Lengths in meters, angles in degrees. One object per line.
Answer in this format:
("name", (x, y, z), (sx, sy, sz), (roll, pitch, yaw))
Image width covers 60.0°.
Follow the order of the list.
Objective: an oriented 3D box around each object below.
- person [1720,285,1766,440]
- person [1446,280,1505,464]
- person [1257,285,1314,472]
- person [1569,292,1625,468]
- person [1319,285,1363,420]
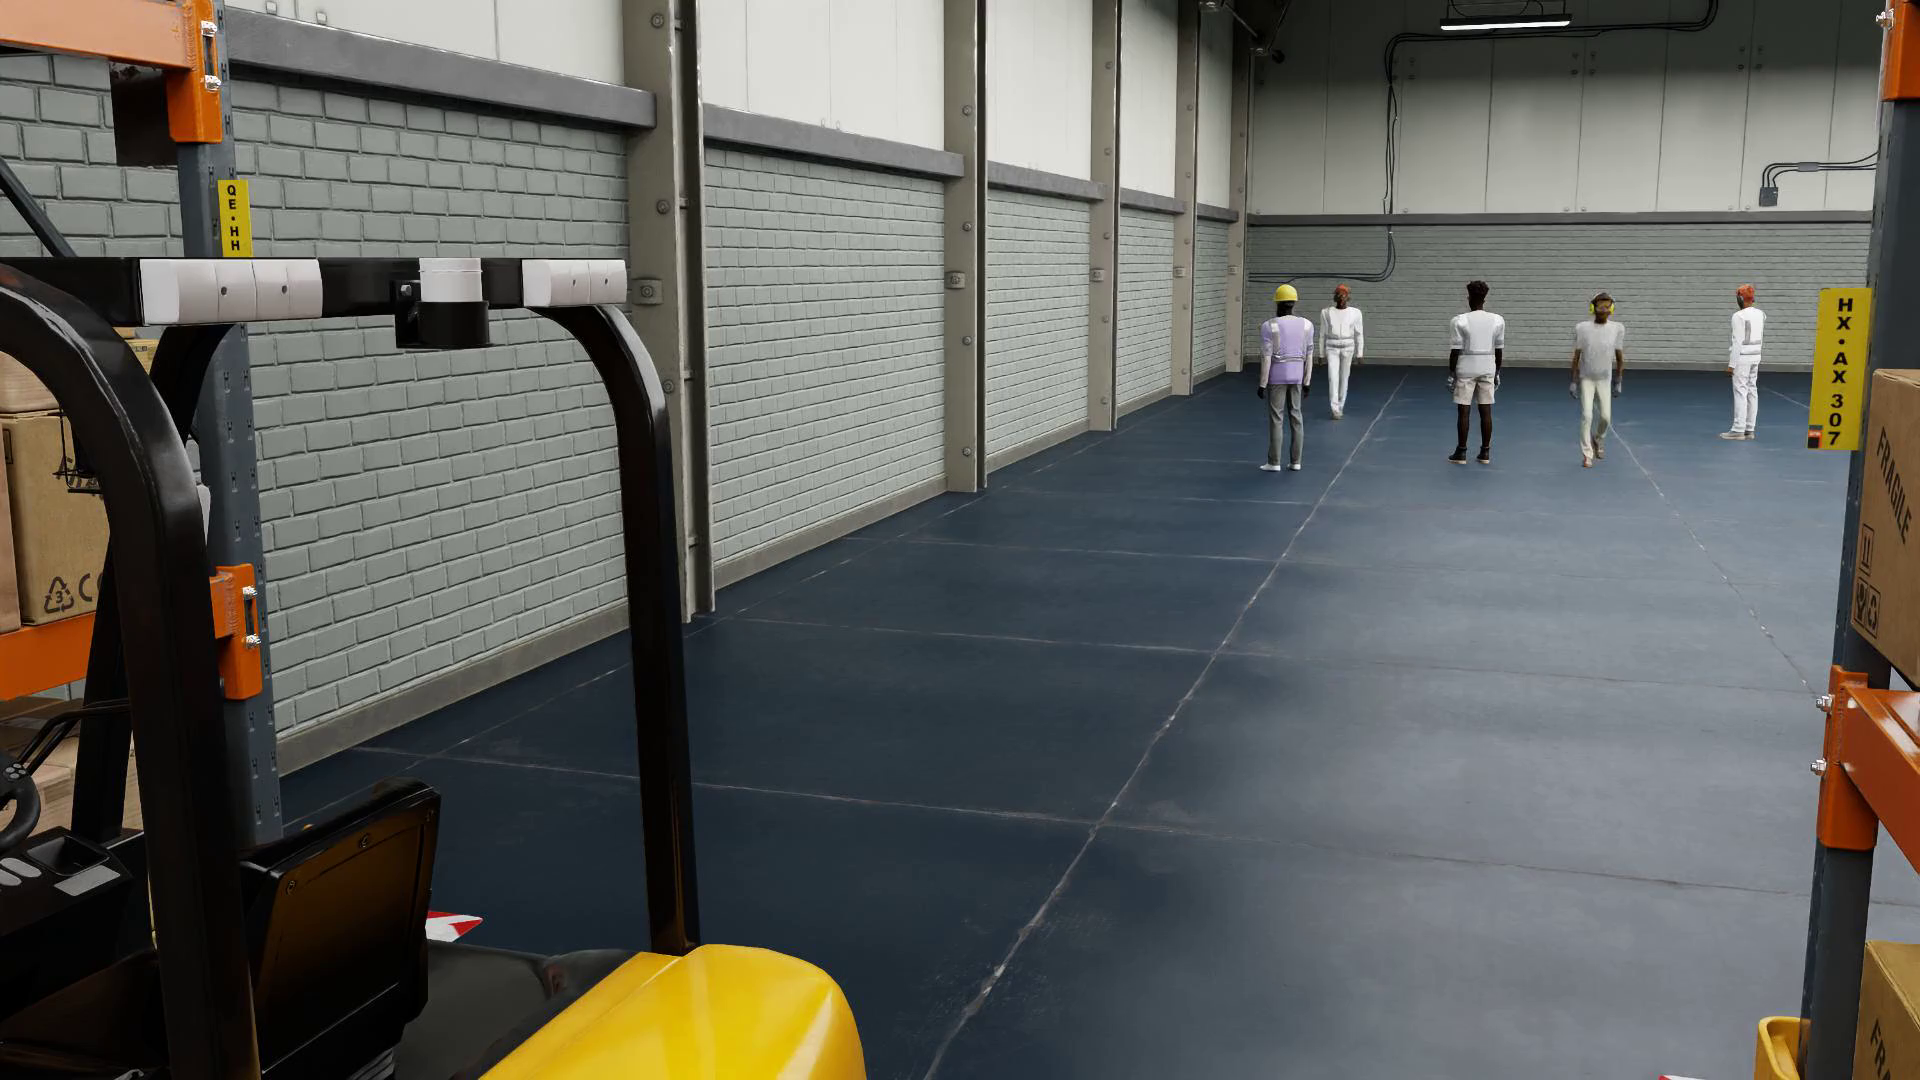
("person", (9.555, -2.162, 20.278), (0.574, 1.886, 0.361), (-6, 11, -33))
("person", (5.515, -1.793, 17.838), (0.607, 1.966, 0.367), (-1, 10, -6))
("person", (3.344, -1.659, 17.158), (0.594, 1.925, 0.372), (-3, 10, -17))
("person", (6.722, -1.695, 17.610), (0.528, 1.855, 0.529), (3, 10, 15))
("person", (5.278, -2.606, 23.069), (0.589, 1.844, 0.964), (1, 10, 9))
